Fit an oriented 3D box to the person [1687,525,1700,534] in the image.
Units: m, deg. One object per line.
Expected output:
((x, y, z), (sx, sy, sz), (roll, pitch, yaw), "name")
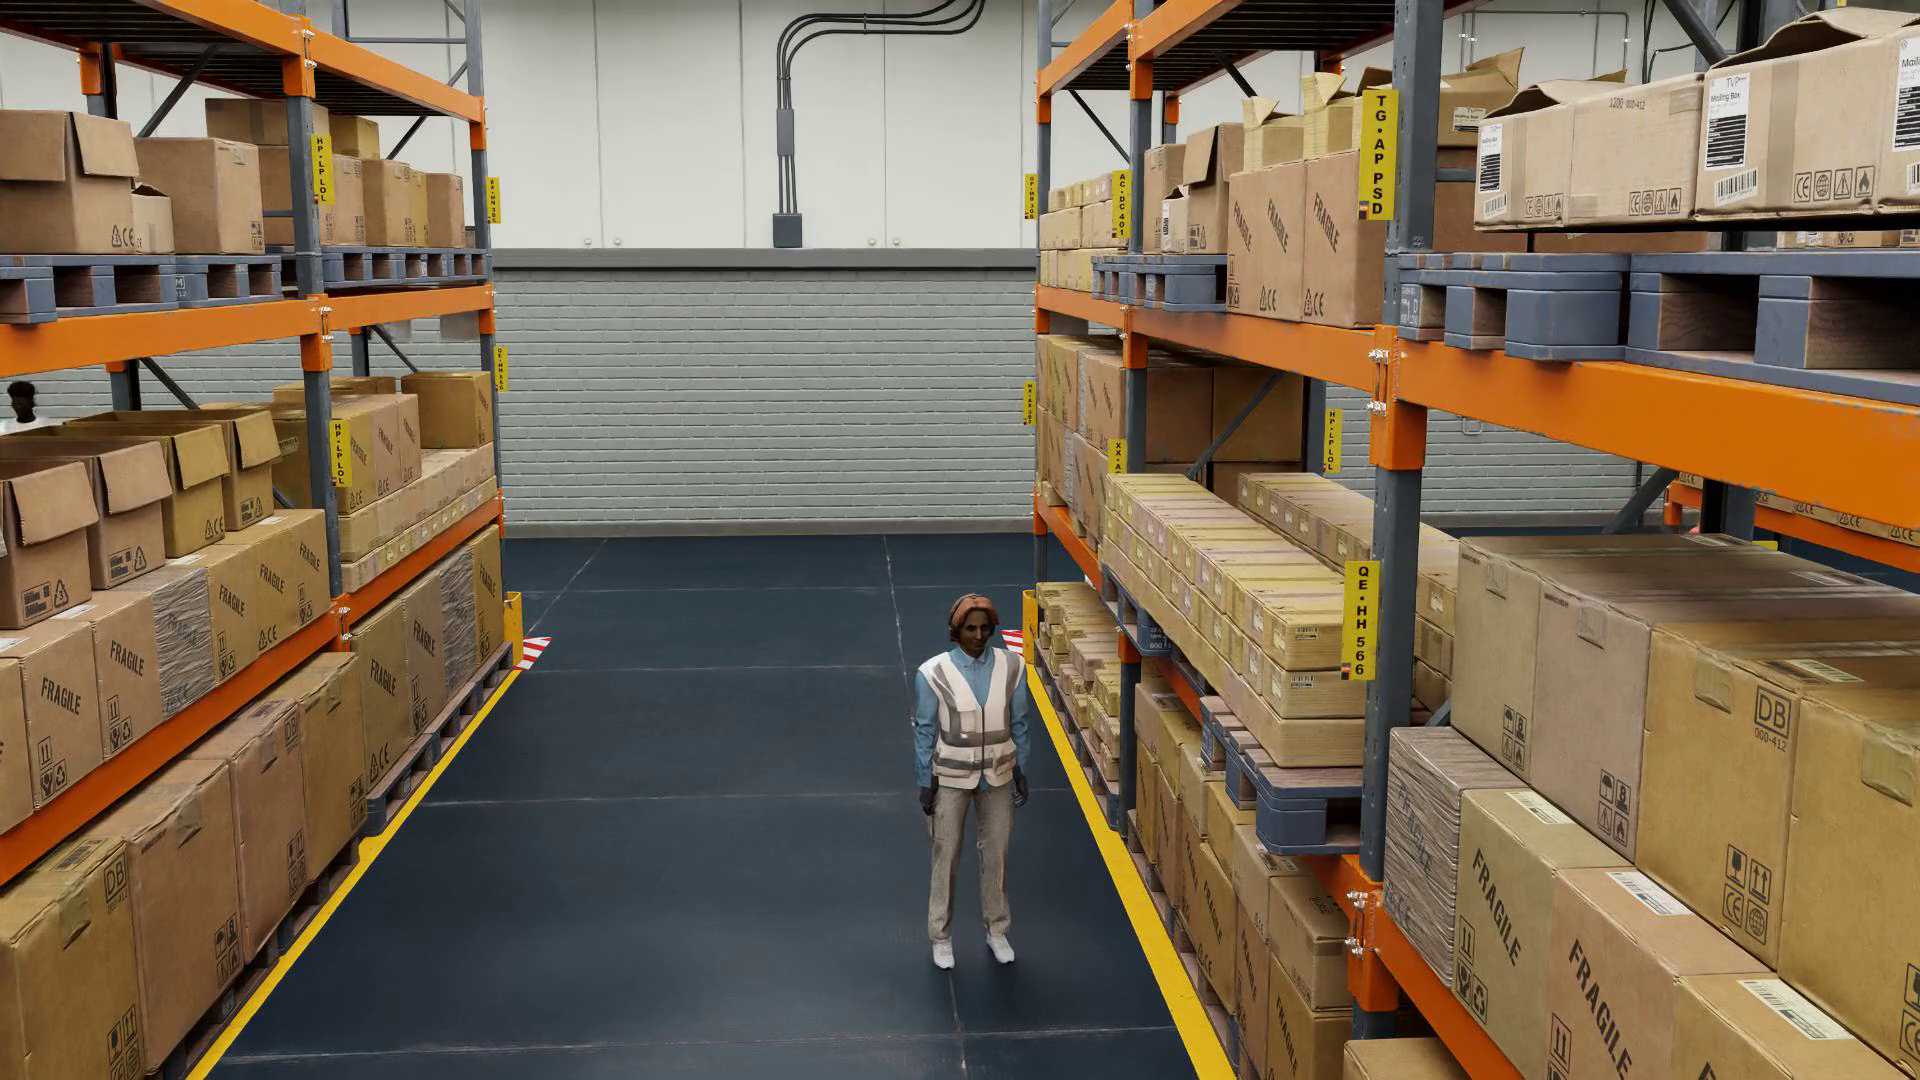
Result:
((3.282, 0.857, 7.344), (0.557, 1.881, 0.968), (0, 10, 3), "person")

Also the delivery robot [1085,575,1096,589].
((1.359, 0.408, 13.635), (0.477, 0.478, 0.707), (-9, 13, -42), "delivery robot")

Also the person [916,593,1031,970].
((0.051, 1.026, 7.113), (0.509, 1.629, 0.316), (-3, 10, -18), "person")

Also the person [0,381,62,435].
((-8.304, -0.447, 14.856), (0.628, 1.950, 0.464), (-1, 10, -7), "person")
